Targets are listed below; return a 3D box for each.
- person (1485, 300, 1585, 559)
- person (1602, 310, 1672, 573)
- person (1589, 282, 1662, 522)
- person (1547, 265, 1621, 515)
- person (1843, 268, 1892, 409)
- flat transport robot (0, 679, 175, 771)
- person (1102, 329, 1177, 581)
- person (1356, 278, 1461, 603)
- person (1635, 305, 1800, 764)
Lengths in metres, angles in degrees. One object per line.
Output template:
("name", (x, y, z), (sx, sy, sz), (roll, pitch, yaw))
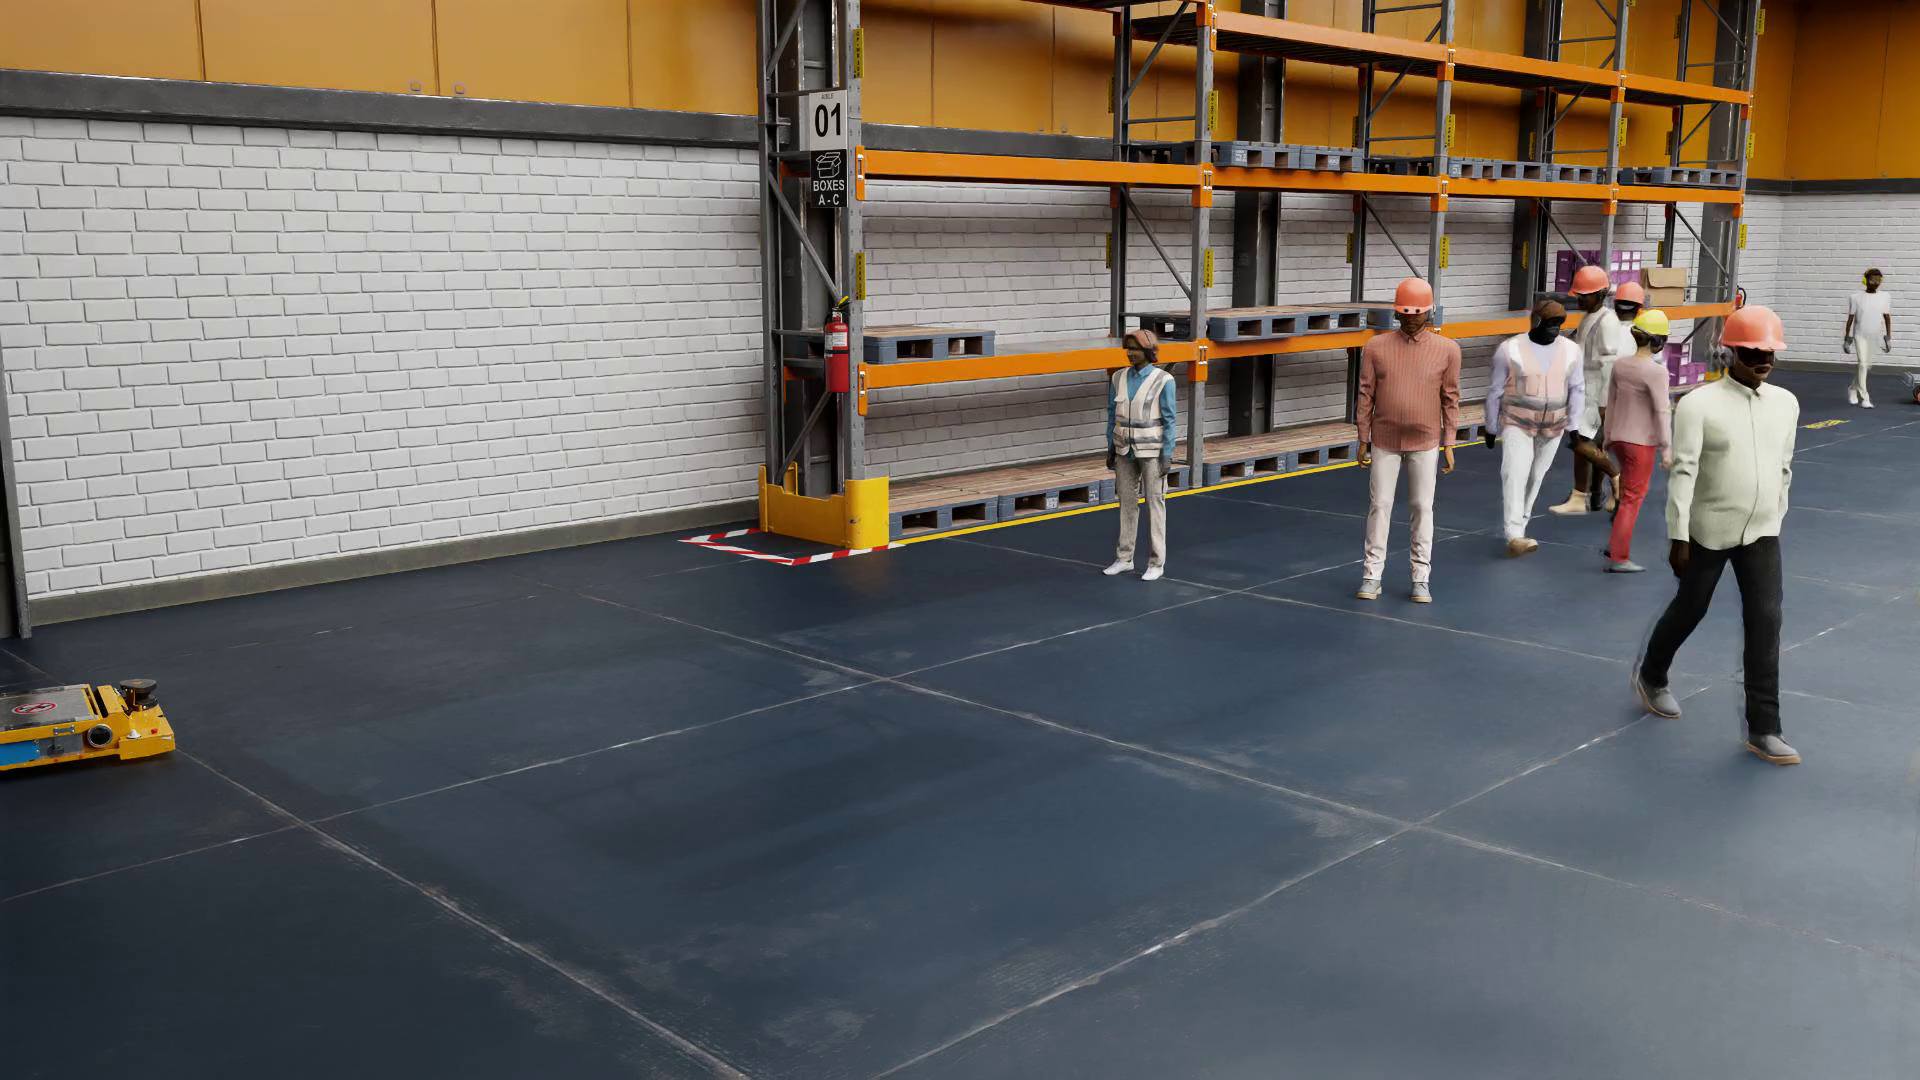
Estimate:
("person", (4.053, -0.784, 11.715), (0.631, 1.786, 0.944), (0, 10, -1))
("person", (4.510, -0.643, 11.020), (0.426, 1.749, 0.560), (-2, 11, -13))
("person", (5.230, -1.091, 13.162), (0.554, 1.868, 1.016), (3, 11, 18))
("person", (5.051, -1.156, 13.148), (0.631, 2.007, 0.684), (1, 10, 6))
("person", (11.893, -2.657, 21.824), (0.557, 1.828, 0.918), (1, 10, 8))
("flat transport robot", (-4.149, 0.833, 7.029), (1.431, 0.197, 0.652), (-6, 12, -31))
("person", (1.176, -0.554, 10.864), (0.523, 1.638, 0.310), (9, 14, 40))
("person", (2.731, -0.604, 10.190), (0.609, 1.986, 0.392), (3, 11, 18))
("person", (3.379, -0.070, 7.387), (0.636, 1.952, 1.015), (-2, 11, -9))
